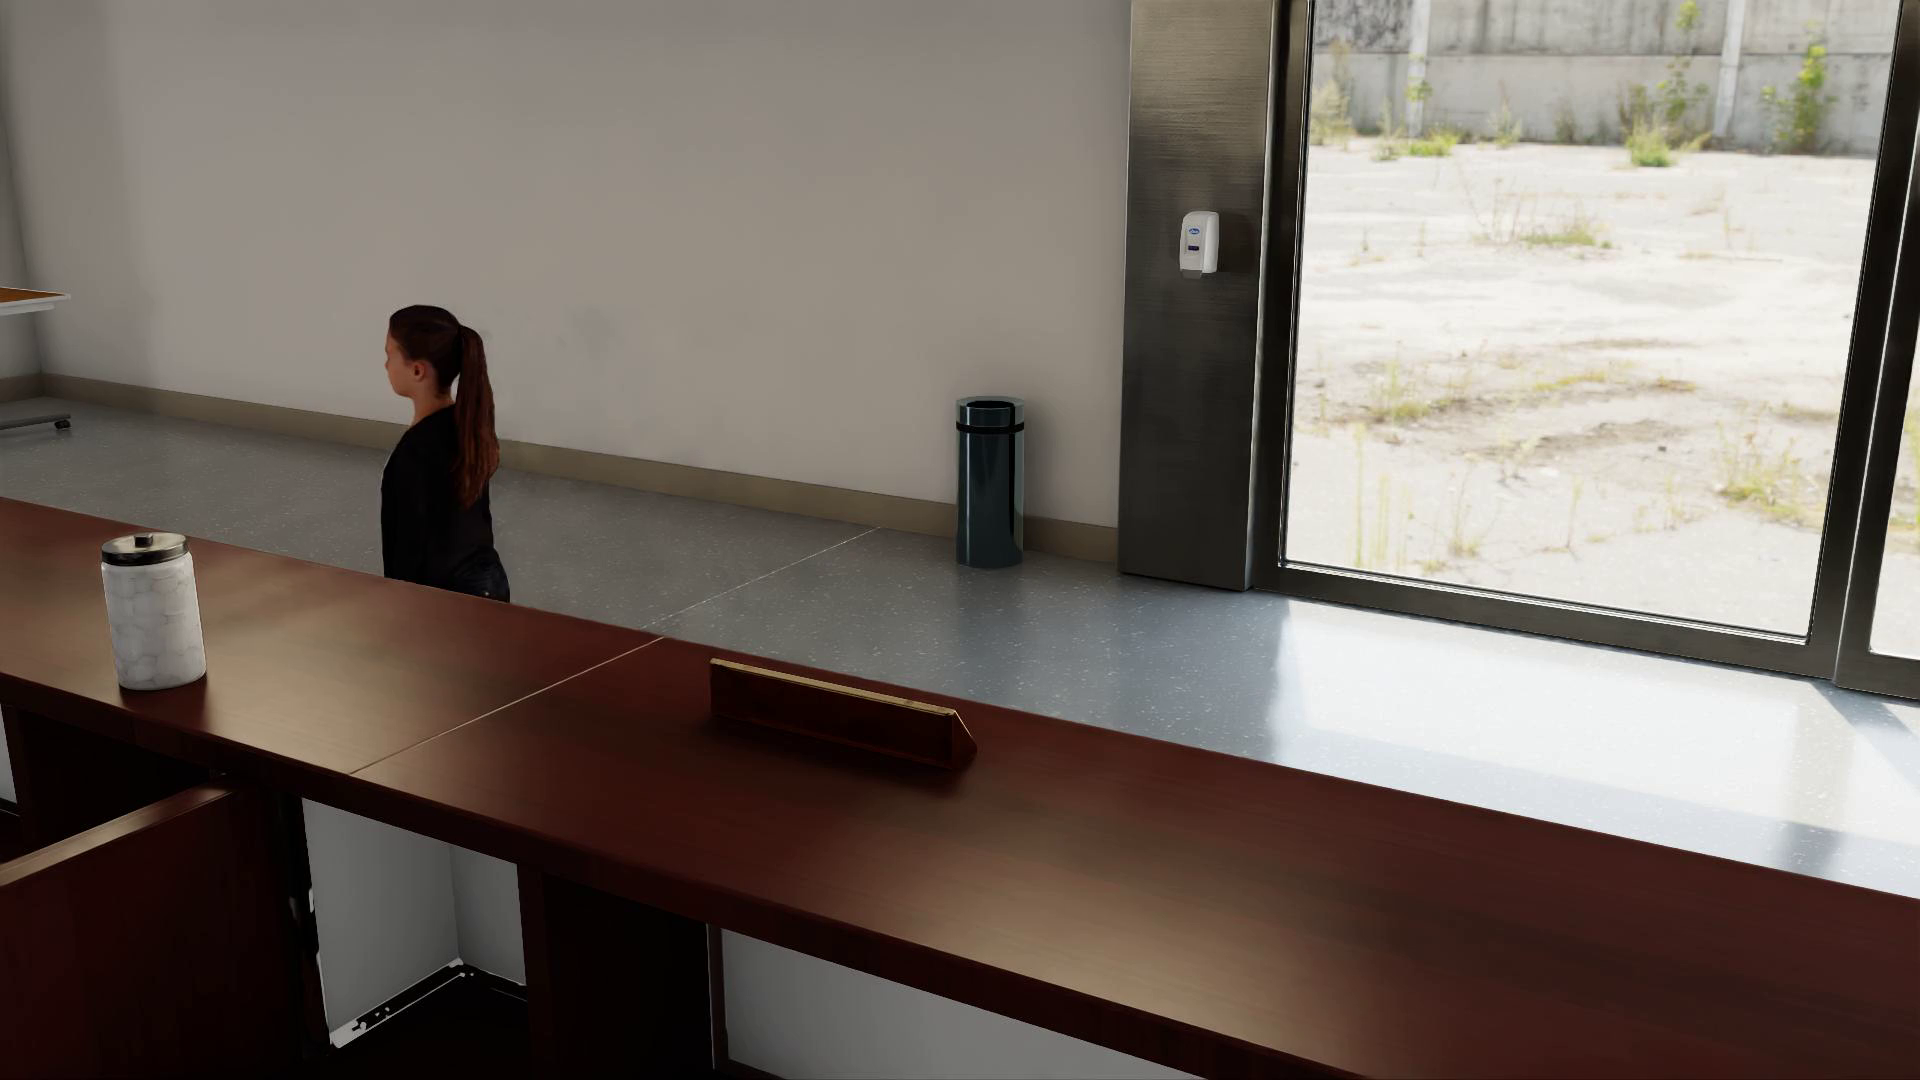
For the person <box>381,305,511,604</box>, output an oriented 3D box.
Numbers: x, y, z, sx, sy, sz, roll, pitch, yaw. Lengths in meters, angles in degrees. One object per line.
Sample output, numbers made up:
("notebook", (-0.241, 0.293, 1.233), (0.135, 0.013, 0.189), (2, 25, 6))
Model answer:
("person", (-1.240, 0.165, 4.309), (0.685, 1.548, 0.612), (4, 16, 13))
